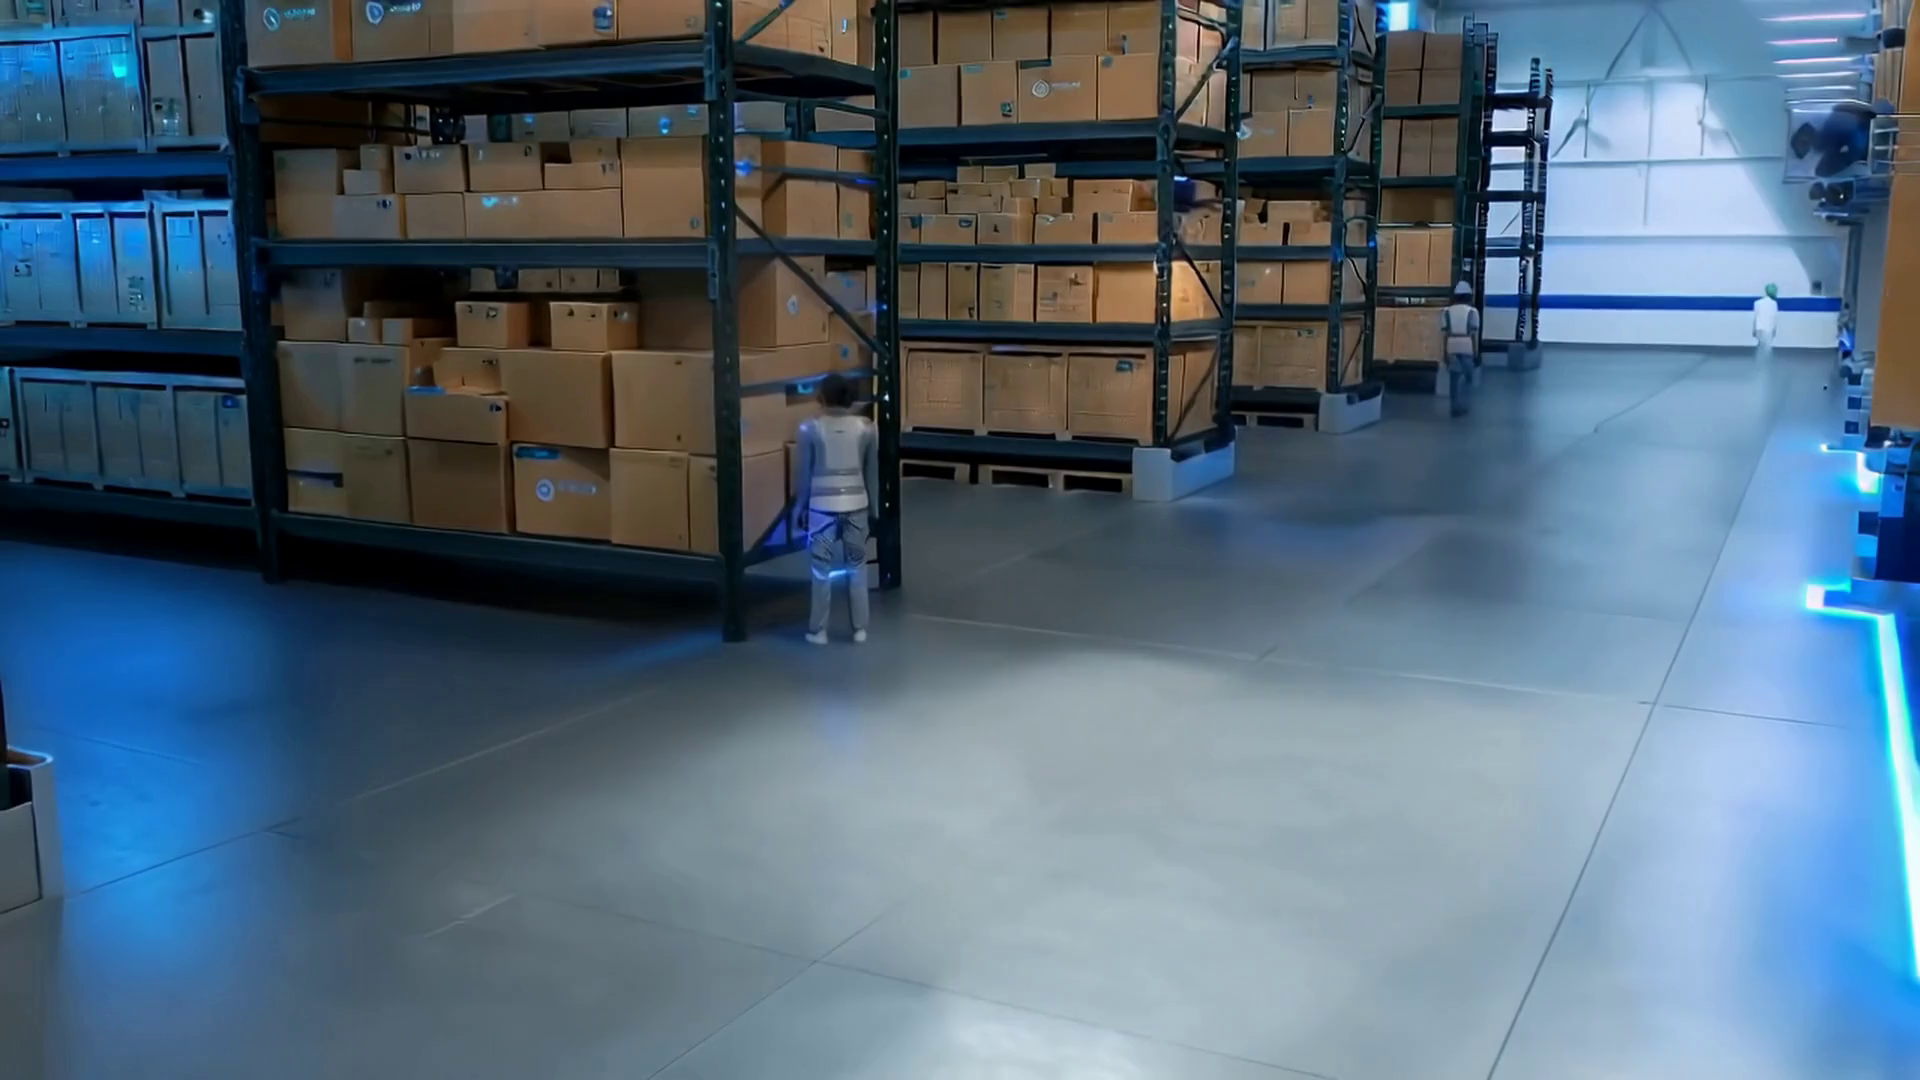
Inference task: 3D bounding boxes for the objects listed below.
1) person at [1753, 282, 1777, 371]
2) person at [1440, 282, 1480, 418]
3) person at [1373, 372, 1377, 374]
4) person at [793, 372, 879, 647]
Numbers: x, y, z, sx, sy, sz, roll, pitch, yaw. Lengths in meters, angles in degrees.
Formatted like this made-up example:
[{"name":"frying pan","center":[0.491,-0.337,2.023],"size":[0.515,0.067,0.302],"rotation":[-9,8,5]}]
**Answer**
[{"name":"person","center":[16.004,-4.232,33.033],"size":[0.348,1.756,0.570],"rotation":[-2,10,-12]},{"name":"person","center":[7.087,-2.689,23.589],"size":[0.578,1.922,0.418],"rotation":[5,11,28]},{"name":"person","center":[7.542,-4.030,31.389],"size":[0.797,1.912,0.629],"rotation":[5,11,28]},{"name":"person","center":[-0.726,-0.177,9.886],"size":[0.524,1.631,0.313],"rotation":[-4,10,-20]}]
